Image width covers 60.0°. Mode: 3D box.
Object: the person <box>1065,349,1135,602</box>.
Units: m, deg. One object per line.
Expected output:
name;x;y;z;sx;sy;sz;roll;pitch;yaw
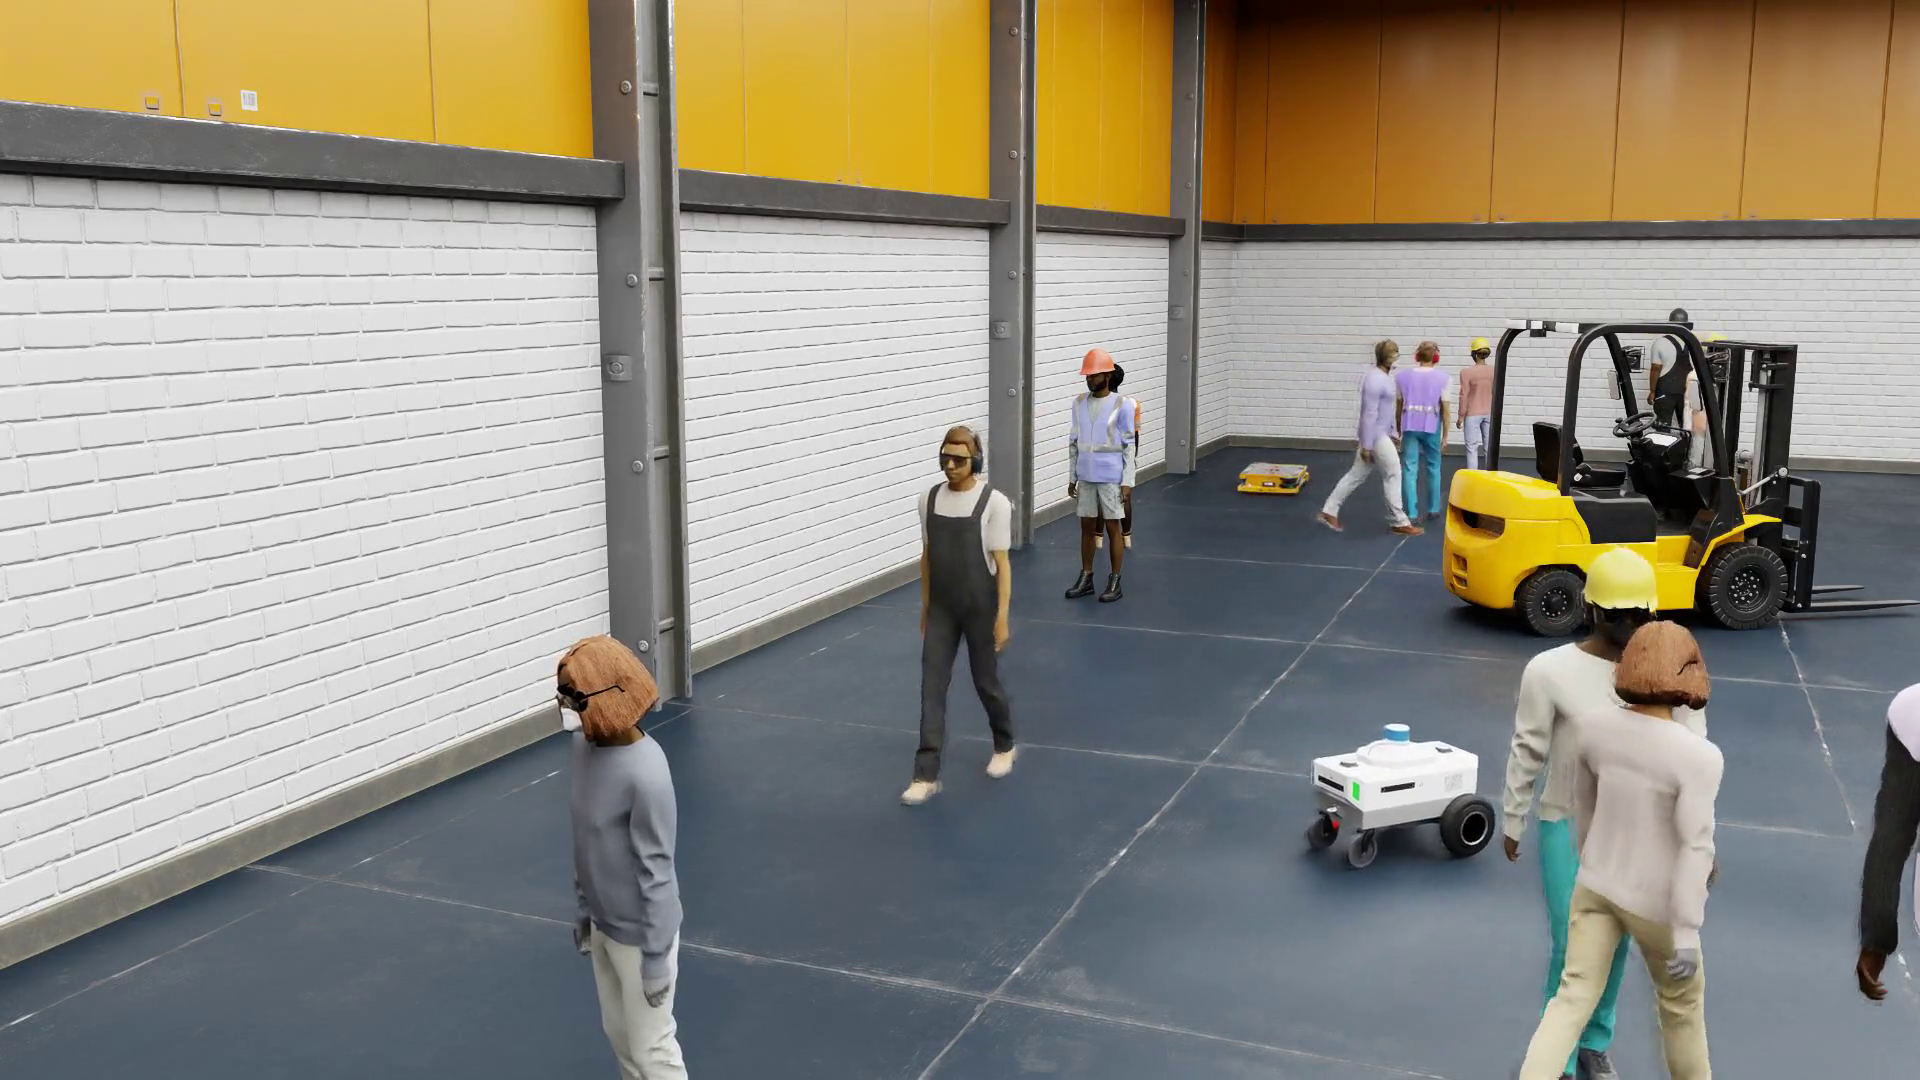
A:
person;1.055;-0.488;12.711;0.552;1.935;0.374;7;11;35

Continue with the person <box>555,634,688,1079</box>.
person;-0.887;1.042;4.406;0.311;1.624;0.493;-6;11;-33

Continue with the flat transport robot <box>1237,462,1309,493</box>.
flat transport robot;3.621;-0.722;19.164;0.652;0.197;1.431;3;10;17

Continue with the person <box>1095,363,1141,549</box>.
person;1.377;-0.751;15.063;0.530;1.689;0.321;0;9;-3

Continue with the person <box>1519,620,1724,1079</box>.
person;1.905;1.012;4.700;0.879;1.582;0.520;-5;11;-27

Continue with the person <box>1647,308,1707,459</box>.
person;9.002;-1.906;20.990;0.673;2.000;0.536;1;9;3

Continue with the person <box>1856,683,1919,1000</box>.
person;2.566;0.974;4.106;0.579;1.866;0.926;8;12;41

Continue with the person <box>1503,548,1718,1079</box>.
person;1.952;0.883;4.995;0.556;1.742;0.640;0;9;2

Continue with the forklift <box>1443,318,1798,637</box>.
forklift;4.706;-0.497;11.990;2.313;2.155;1.214;-2;10;-10

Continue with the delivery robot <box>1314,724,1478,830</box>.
delivery robot;1.907;1.051;7.284;0.707;0.478;0.477;-4;10;-24

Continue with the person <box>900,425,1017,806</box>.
person;0.014;0.334;8.137;0.531;1.811;0.871;5;10;27

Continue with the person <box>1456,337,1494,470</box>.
person;5.829;-1.396;18.732;0.526;1.769;0.328;-3;10;-15

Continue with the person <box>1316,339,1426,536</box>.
person;3.903;-0.976;15.833;1.015;1.891;0.628;3;10;16

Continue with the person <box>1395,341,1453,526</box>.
person;4.634;-1.075;16.632;0.584;1.807;0.873;4;10;25

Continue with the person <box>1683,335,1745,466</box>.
person;7.621;-1.136;16.840;0.616;1.869;1.006;0;9;3
